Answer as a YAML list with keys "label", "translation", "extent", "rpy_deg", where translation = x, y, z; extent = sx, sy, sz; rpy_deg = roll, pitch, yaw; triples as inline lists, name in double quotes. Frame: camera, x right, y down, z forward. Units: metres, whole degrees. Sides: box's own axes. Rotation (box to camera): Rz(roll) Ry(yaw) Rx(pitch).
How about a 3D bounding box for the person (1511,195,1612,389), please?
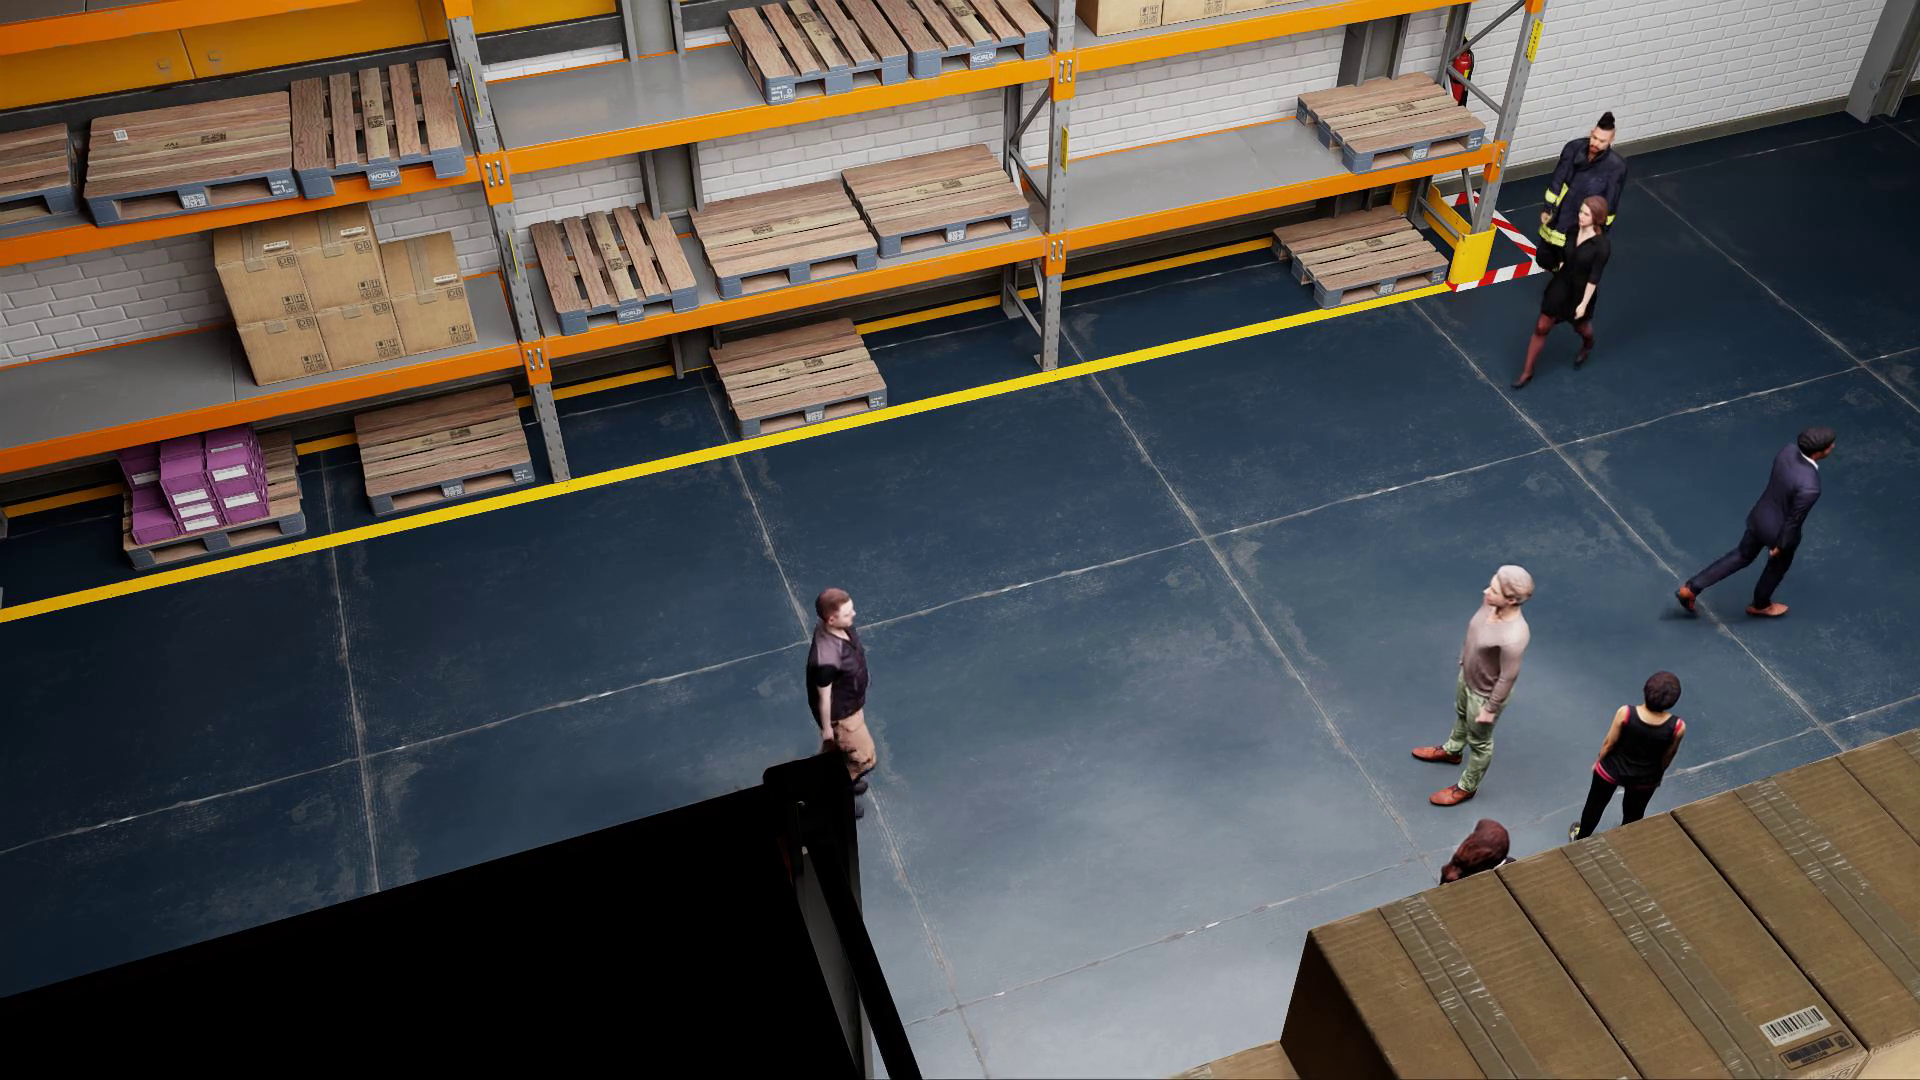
- label: "person"
  translation: [4.853, -1.932, 12.974]
  extent: [1.113, 1.665, 0.757]
  rpy_deg: [-24, 49, -23]

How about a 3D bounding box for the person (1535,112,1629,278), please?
- label: "person"
  translation: [5.121, -2.718, 13.672]
  extent: [1.002, 1.842, 0.912]
  rpy_deg: [-33, 52, -30]

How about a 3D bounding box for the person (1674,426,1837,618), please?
- label: "person"
  translation: [5.303, -0.094, 11.019]
  extent: [1.129, 1.701, 0.805]
  rpy_deg: [-5, 44, -5]

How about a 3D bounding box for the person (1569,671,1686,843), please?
- label: "person"
  translation: [3.887, 1.319, 9.644]
  extent: [0.616, 1.552, 0.687]
  rpy_deg: [14, 45, 14]

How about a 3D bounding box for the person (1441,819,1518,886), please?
- label: "person"
  translation: [2.611, 2.051, 8.700]
  extent: [0.410, 1.795, 0.635]
  rpy_deg: [-14, 45, -14]

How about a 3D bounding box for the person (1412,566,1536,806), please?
- label: "person"
  translation: [3.122, 0.848, 9.905]
  extent: [0.708, 1.874, 0.739]
  rpy_deg: [-2, 44, -2]

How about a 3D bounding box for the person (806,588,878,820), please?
- label: "person"
  translation: [-0.812, 0.949, 9.838]
  extent: [0.750, 1.821, 0.765]
  rpy_deg: [0, 44, 0]
